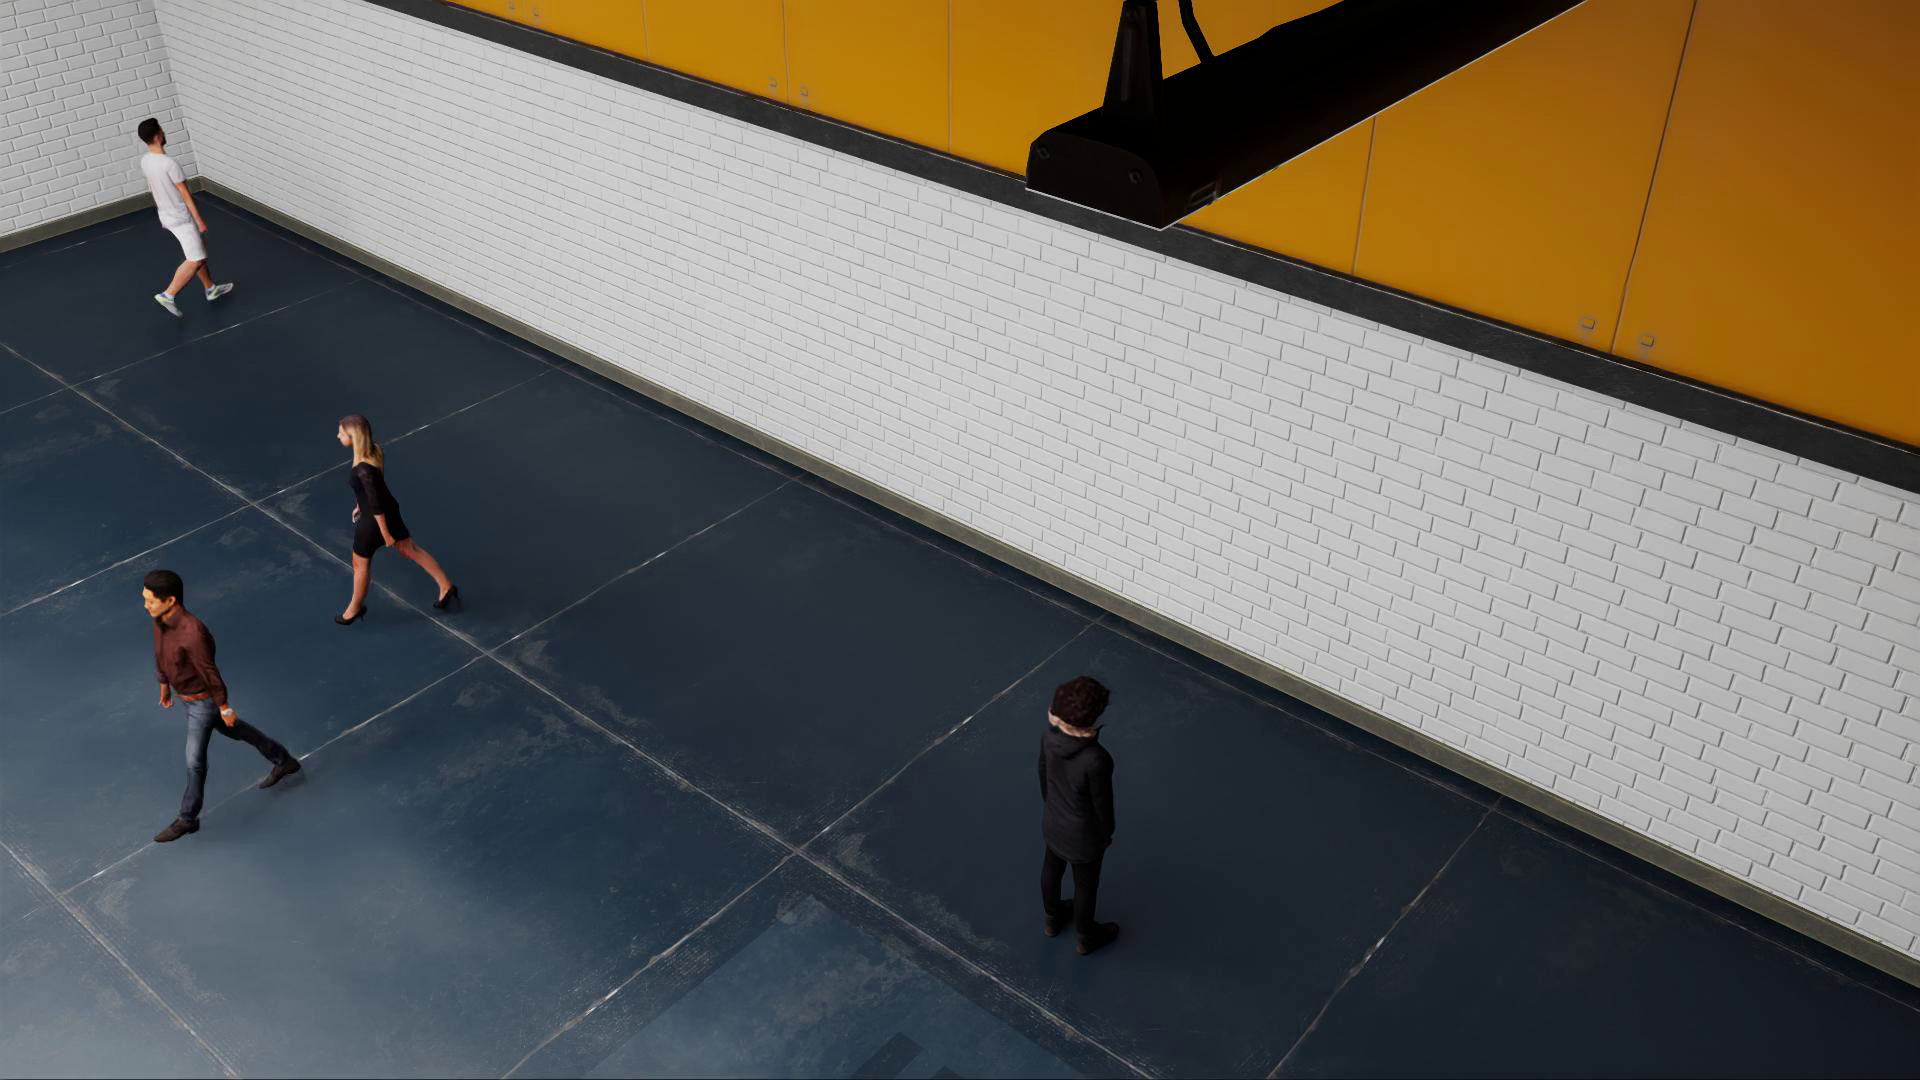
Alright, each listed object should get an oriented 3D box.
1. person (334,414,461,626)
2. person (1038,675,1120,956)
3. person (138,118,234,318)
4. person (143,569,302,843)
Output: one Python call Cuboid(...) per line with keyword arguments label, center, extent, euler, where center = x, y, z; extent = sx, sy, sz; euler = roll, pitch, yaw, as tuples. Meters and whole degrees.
Cuboid(label="person", center=(-3.874, -0.127, 11.375), extent=(1.099, 1.628, 1.012), euler=(-5, 34, -7))
Cuboid(label="person", center=(0.610, 1.481, 8.822), extent=(0.612, 1.776, 0.634), euler=(-29, 43, -36))
Cuboid(label="person", center=(-7.316, -2.975, 15.472), extent=(0.695, 1.836, 1.058), euler=(23, 40, 30))
Cuboid(label="person", center=(-4.355, 0.892, 9.747), extent=(0.733, 1.733, 1.172), euler=(29, 43, 36))
